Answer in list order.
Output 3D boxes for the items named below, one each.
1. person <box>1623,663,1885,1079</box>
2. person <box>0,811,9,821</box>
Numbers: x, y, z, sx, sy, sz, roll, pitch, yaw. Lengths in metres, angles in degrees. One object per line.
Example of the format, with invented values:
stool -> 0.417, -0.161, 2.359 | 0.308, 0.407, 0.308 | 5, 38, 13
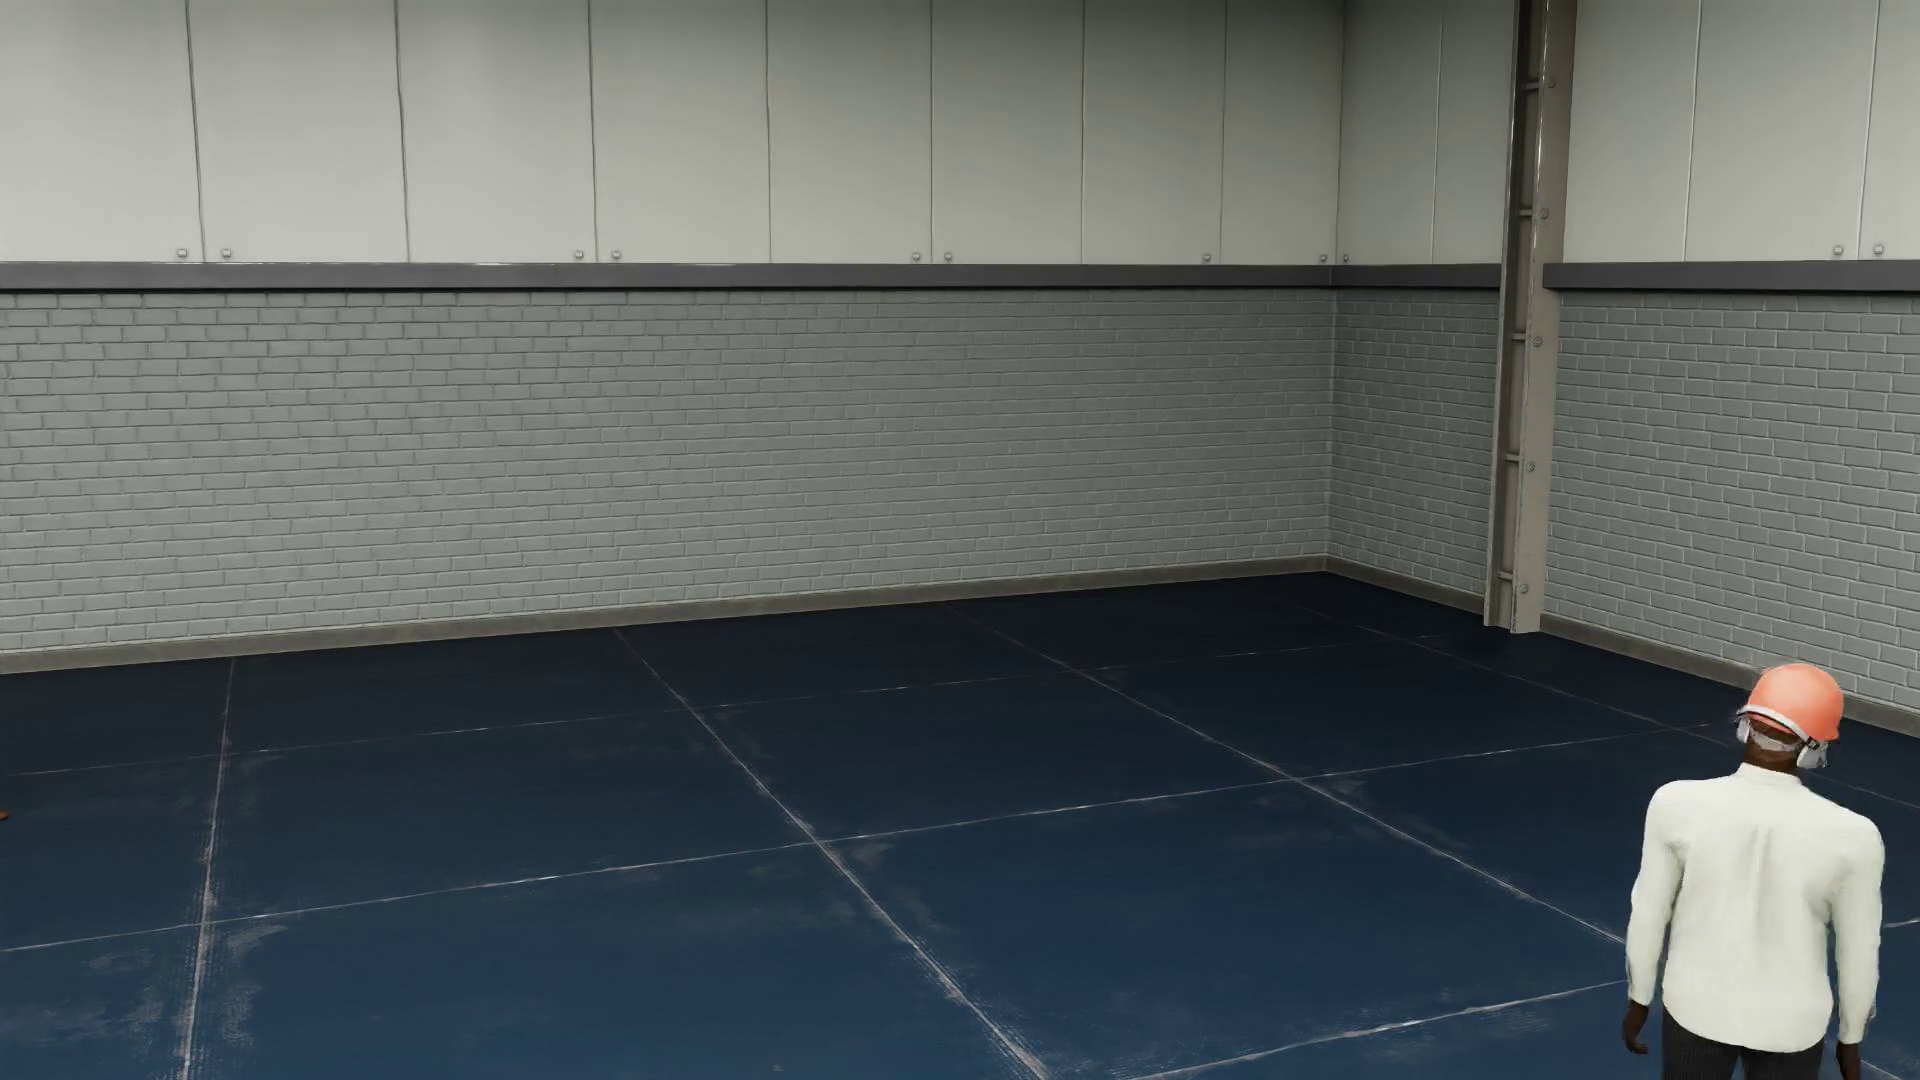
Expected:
person -> 2.200, 1.328, 4.652 | 0.648, 1.980, 0.399 | 4, 10, 24
person -> -5.579, 0.621, 9.240 | 0.399, 1.908, 0.643 | -7, 11, -36
